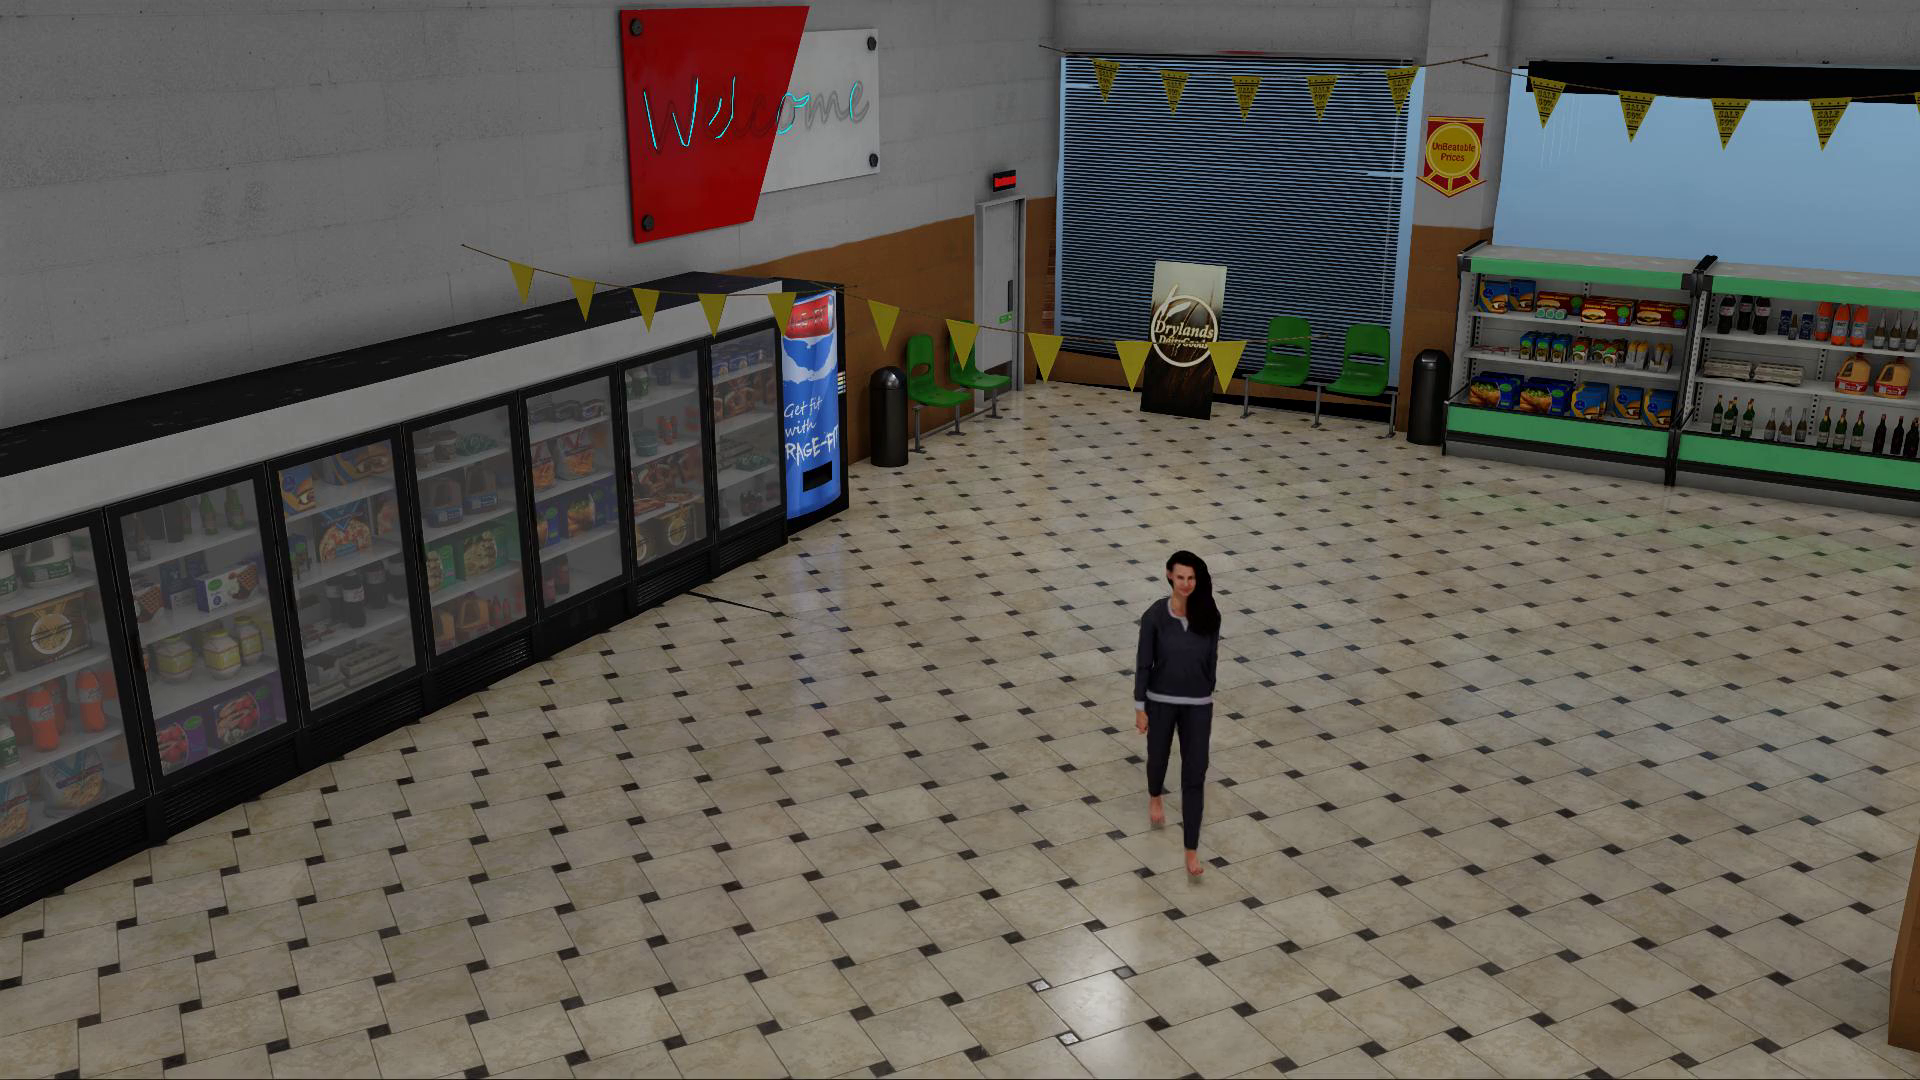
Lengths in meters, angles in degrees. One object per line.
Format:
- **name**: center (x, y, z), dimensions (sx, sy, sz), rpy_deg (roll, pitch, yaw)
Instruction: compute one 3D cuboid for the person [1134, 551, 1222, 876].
- **person**: center (1.182, 0.890, 9.242), dimensions (1.161, 1.723, 1.104), rpy_deg (-1, 19, -4)
